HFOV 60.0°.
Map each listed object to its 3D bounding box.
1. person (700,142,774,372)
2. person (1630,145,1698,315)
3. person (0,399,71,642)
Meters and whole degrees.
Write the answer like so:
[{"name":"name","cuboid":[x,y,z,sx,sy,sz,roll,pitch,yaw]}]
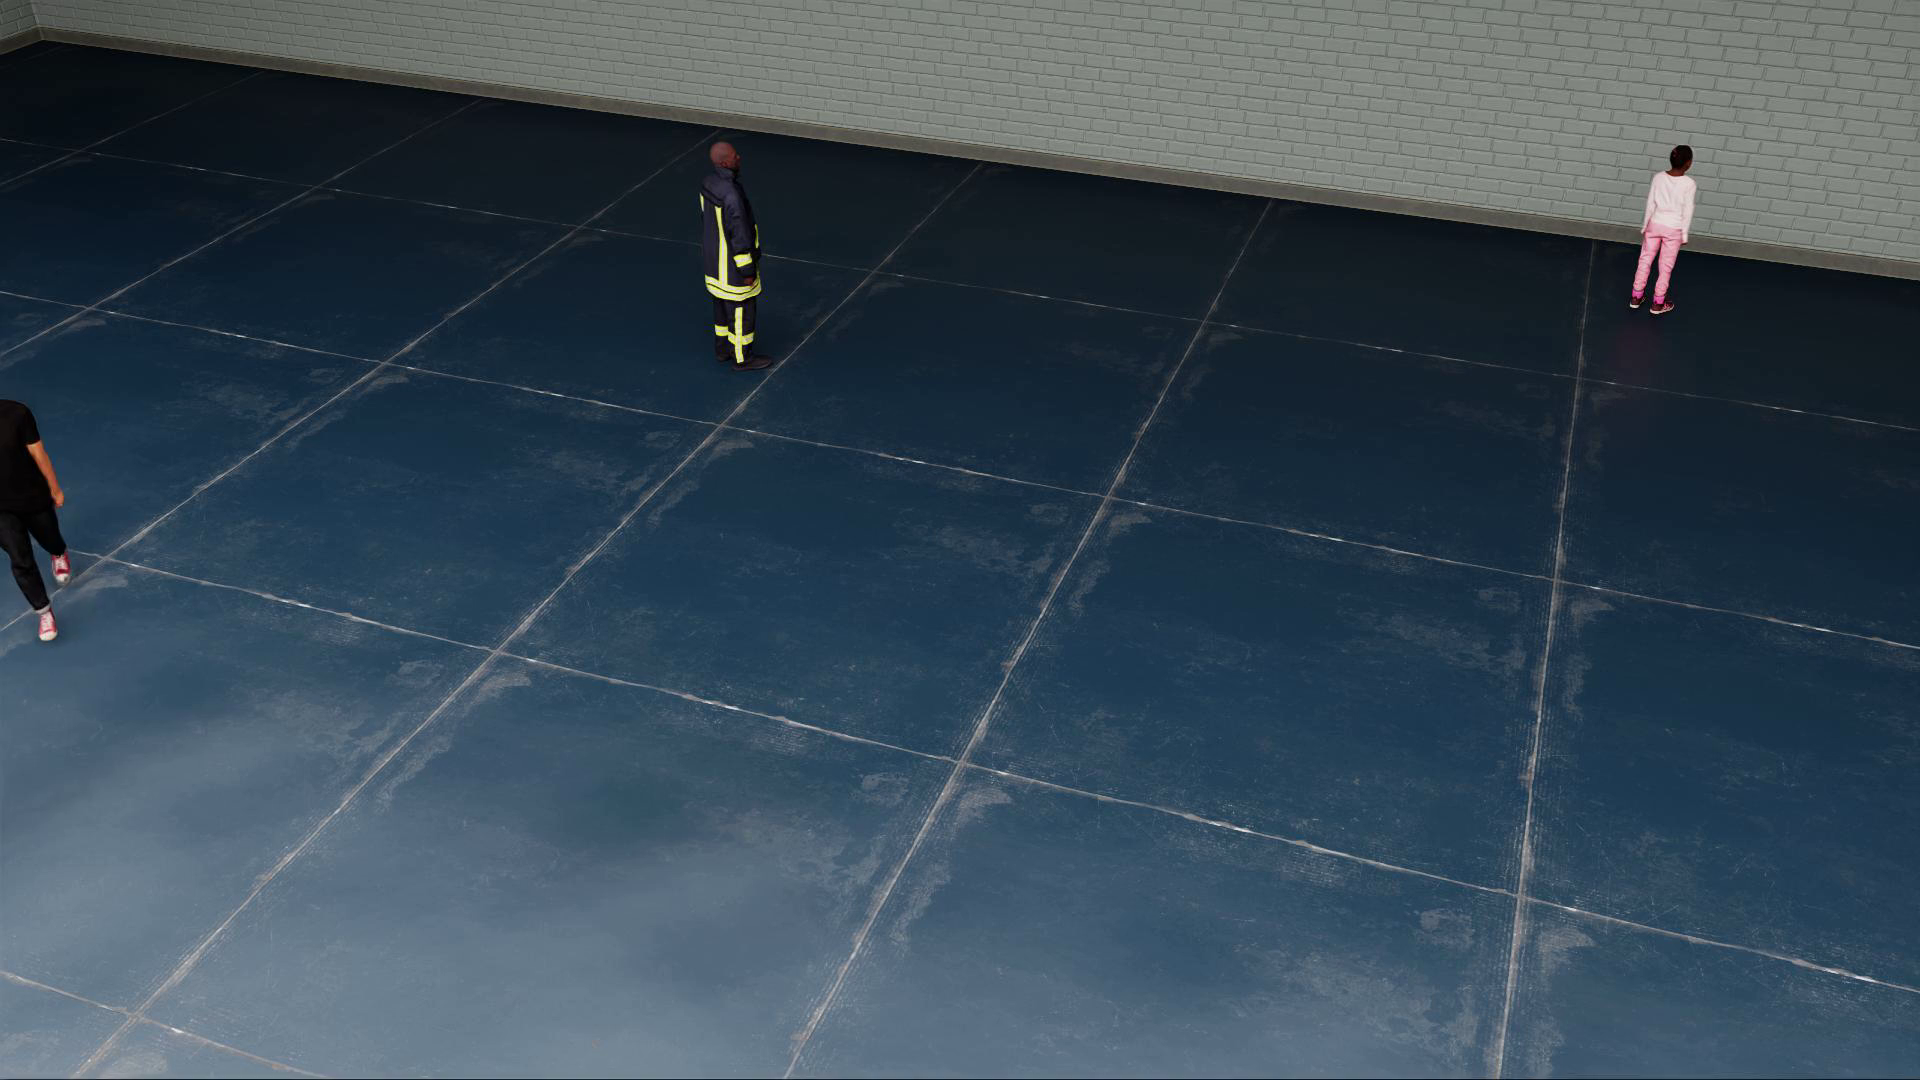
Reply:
[{"name":"person","cuboid":[-1.768,-2.199,12.842,0.898,1.823,0.865,-19,38,-27]},{"name":"person","cuboid":[5.857,-2.598,13.806,0.627,1.441,0.620,-28,42,-36]},{"name":"person","cuboid":[-5.676,-0.298,10.001,1.068,1.733,1.124,-15,36,-21]}]
